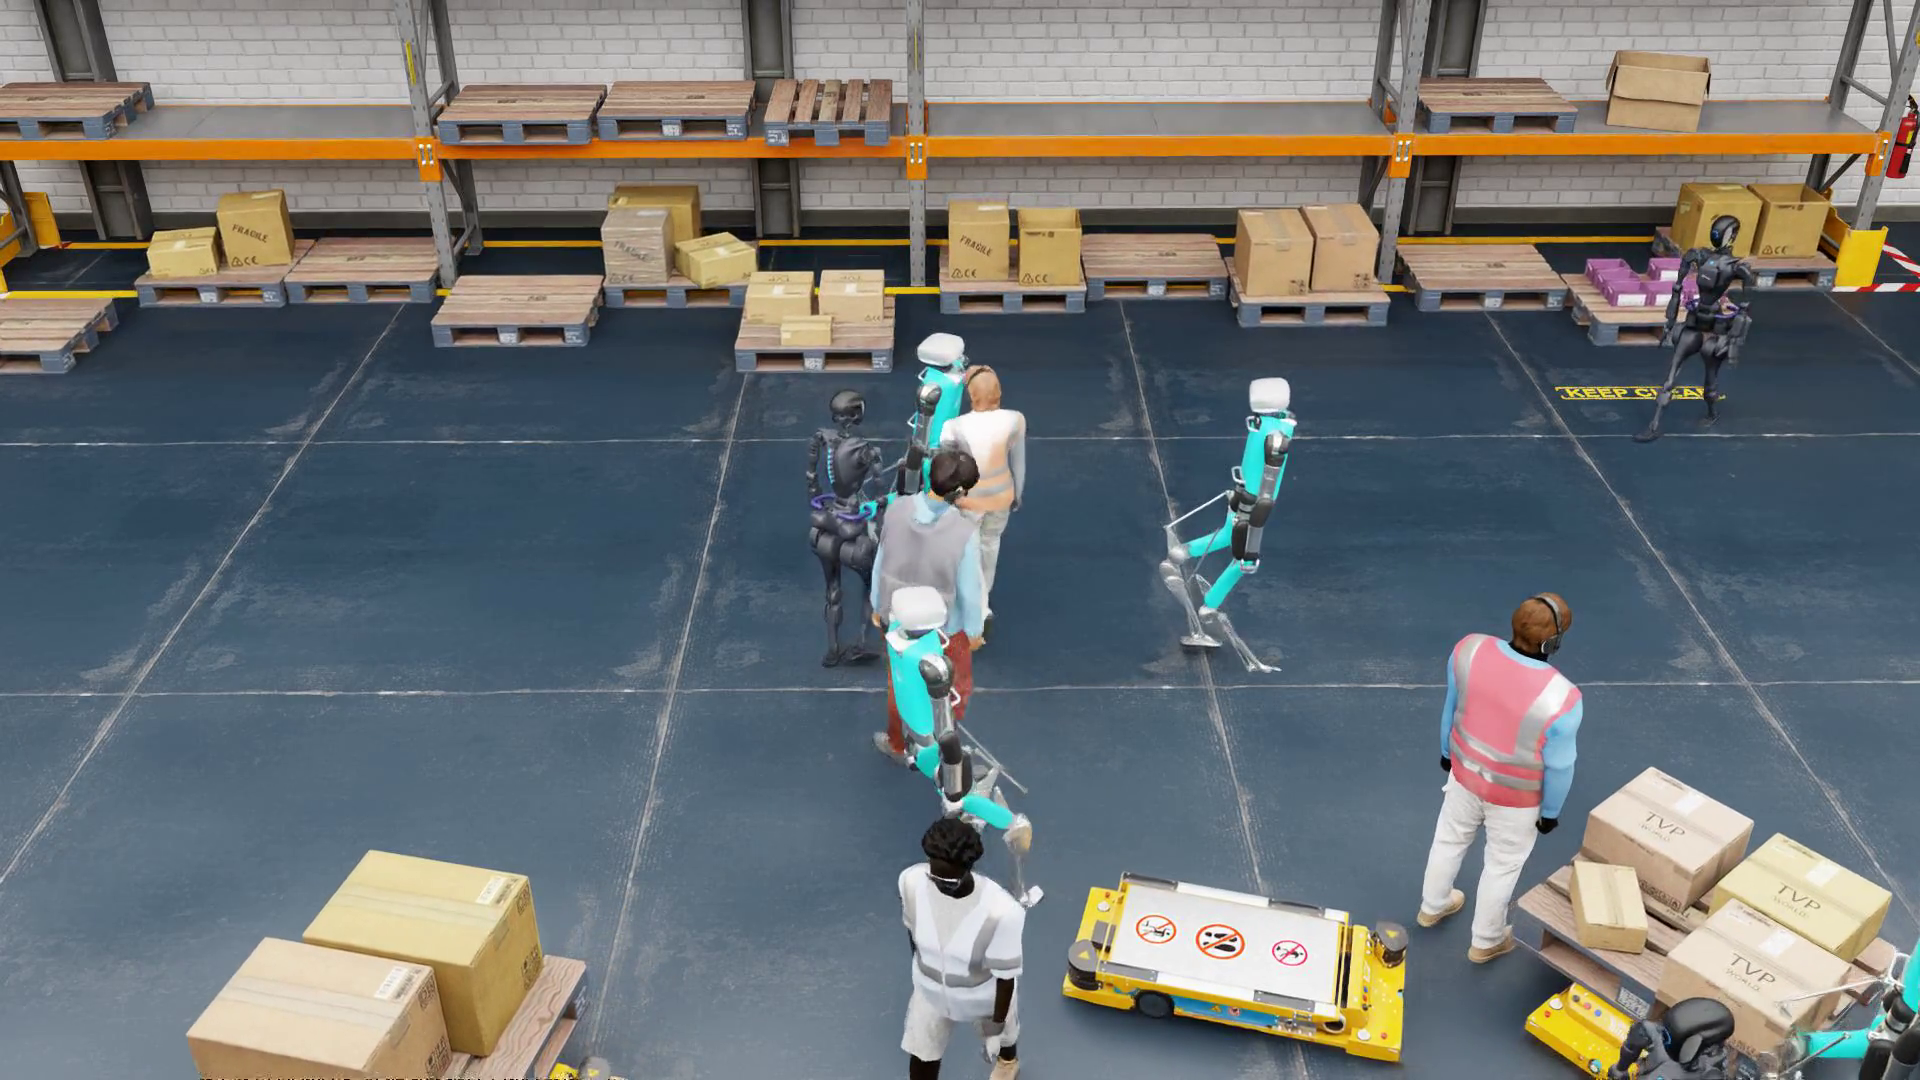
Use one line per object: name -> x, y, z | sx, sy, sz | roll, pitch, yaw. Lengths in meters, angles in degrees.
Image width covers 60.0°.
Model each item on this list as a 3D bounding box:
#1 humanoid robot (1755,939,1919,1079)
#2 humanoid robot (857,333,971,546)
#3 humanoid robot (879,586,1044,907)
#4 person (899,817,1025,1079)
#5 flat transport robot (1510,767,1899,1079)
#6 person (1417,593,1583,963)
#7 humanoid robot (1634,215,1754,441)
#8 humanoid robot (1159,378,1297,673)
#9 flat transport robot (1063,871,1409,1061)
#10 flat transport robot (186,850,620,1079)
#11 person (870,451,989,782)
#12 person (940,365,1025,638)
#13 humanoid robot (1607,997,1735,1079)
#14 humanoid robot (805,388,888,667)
humanoid robot -> 3.213, 1.769, 6.032 | 0.686, 1.791, 0.542 | 20, 36, 29
humanoid robot -> -0.349, -0.364, 9.687 | 0.818, 1.867, 0.548 | 12, 33, 19
humanoid robot -> 0.084, 0.953, 7.442 | 0.851, 1.825, 0.531 | -14, 34, -21
person -> 0.006, 1.686, 6.262 | 0.526, 1.652, 0.836 | 12, 33, 20
flat transport robot -> 3.160, 1.914, 7.224 | 1.431, 0.231, 0.659 | -23, 38, -33
person -> 2.346, 1.022, 7.199 | 0.431, 1.835, 0.628 | -23, 38, -33
humanoid robot -> 5.168, -1.448, 11.517 | 0.802, 1.634, 0.594 | -23, 38, -33
humanoid robot -> 1.409, -0.046, 9.087 | 0.823, 1.801, 0.540 | 1, 31, 2
flat transport robot -> 1.221, 1.857, 7.320 | 1.431, 0.231, 0.659 | 8, 32, 13
flat transport robot -> -2.150, 2.268, 6.635 | 1.431, 0.231, 0.659 | 7, 32, 11
person -> -0.213, 0.387, 8.235 | 0.698, 1.852, 0.414 | 16, 34, 24
person -> 0.138, -0.216, 9.460 | 0.517, 1.617, 0.655 | -9, 32, -14
humanoid robot -> 2.335, 2.122, 5.526 | 0.404, 1.644, 0.592 | -9, 32, -15
humanoid robot -> -0.639, -0.053, 9.136 | 0.600, 1.644, 0.368 | 22, 37, 32
